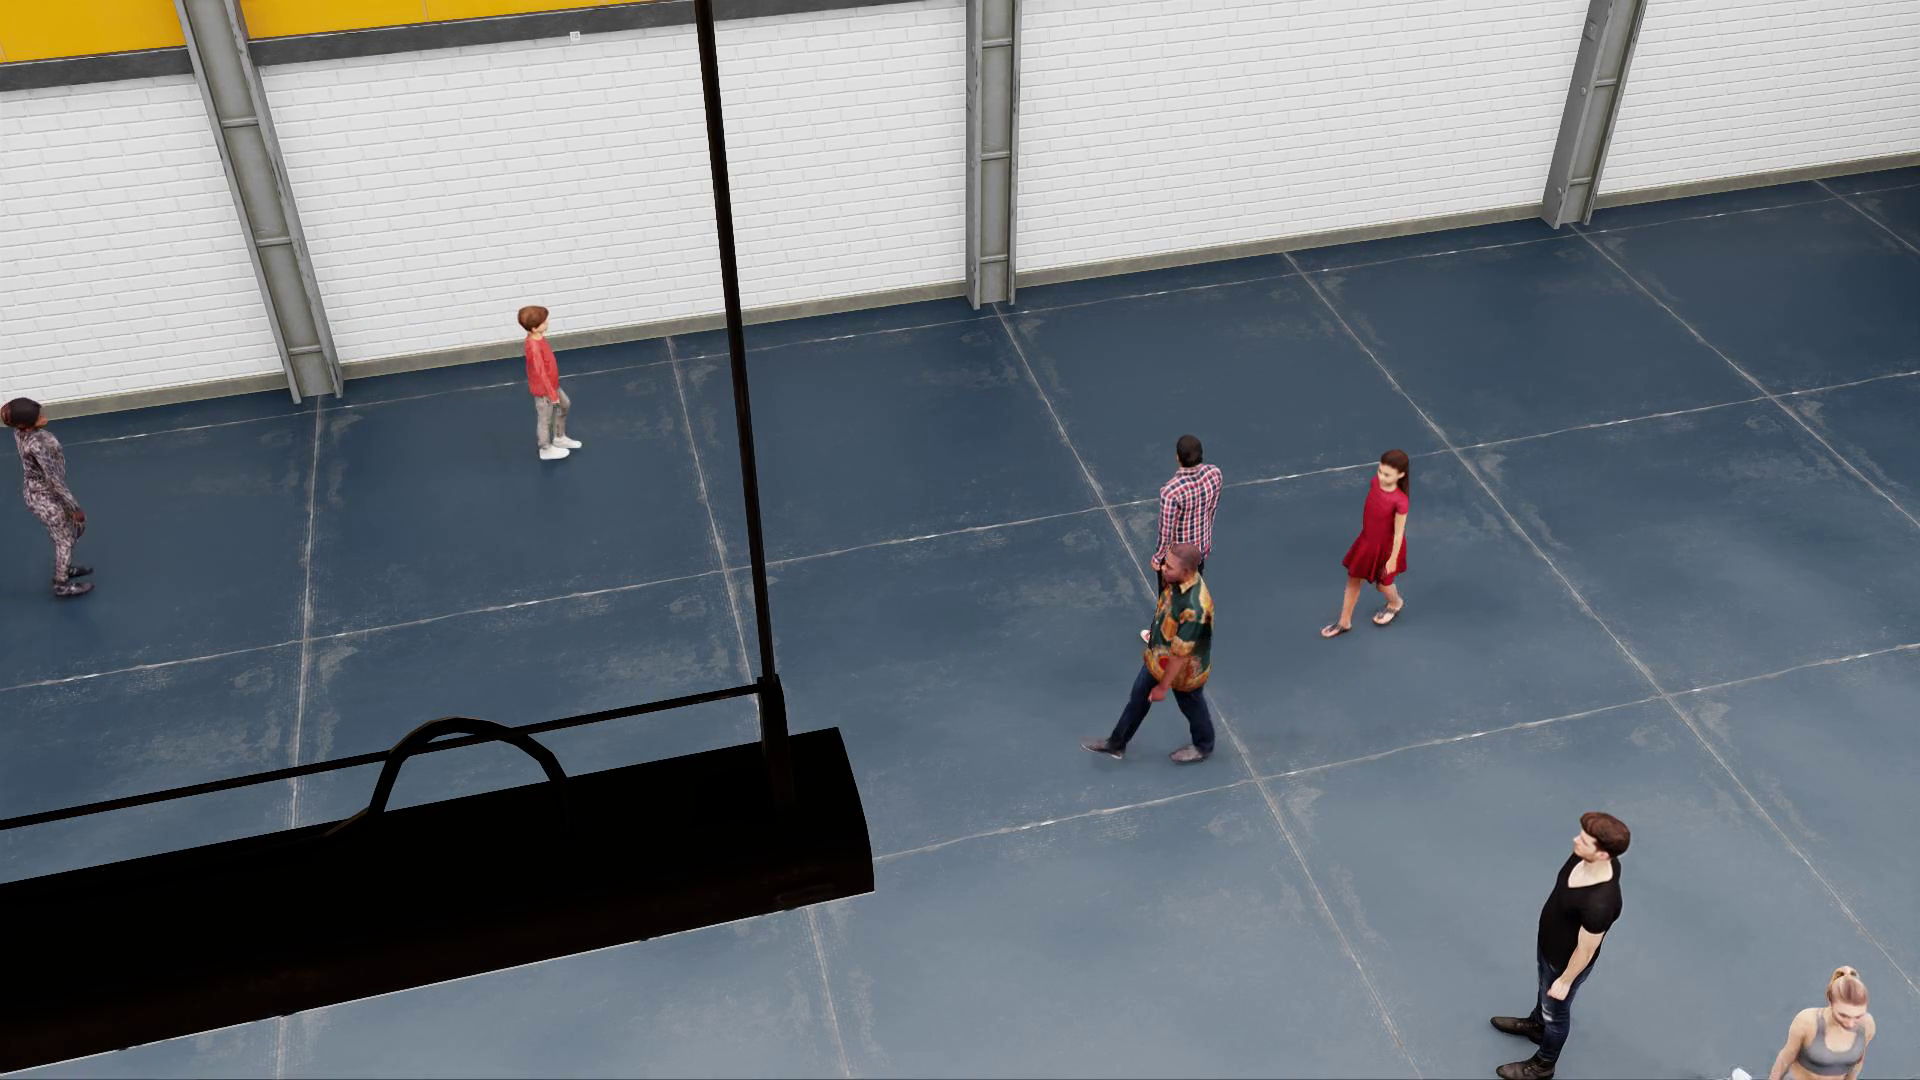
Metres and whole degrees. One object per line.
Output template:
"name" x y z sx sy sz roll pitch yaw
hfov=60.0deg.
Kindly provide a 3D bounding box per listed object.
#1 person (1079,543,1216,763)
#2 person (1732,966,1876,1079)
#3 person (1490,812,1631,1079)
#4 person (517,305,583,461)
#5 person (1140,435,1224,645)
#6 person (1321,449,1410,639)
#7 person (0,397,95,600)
"person" 1.444 0.749 10.336 1.083 1.766 0.672 -10 40 -12
"person" 4.069 2.592 8.101 0.942 1.675 0.792 -2 39 -2
"person" 3.128 2.094 8.547 0.730 1.897 0.752 6 39 8
"person" -3.343 -1.222 13.091 0.575 1.408 0.558 -6 39 -8
"person" 1.517 0.022 11.251 0.678 1.761 0.834 -26 45 -29
"person" 2.942 0.005 11.452 0.958 1.536 0.705 -21 43 -24
"person" -6.449 -0.270 11.681 0.692 1.680 0.739 30 47 32
